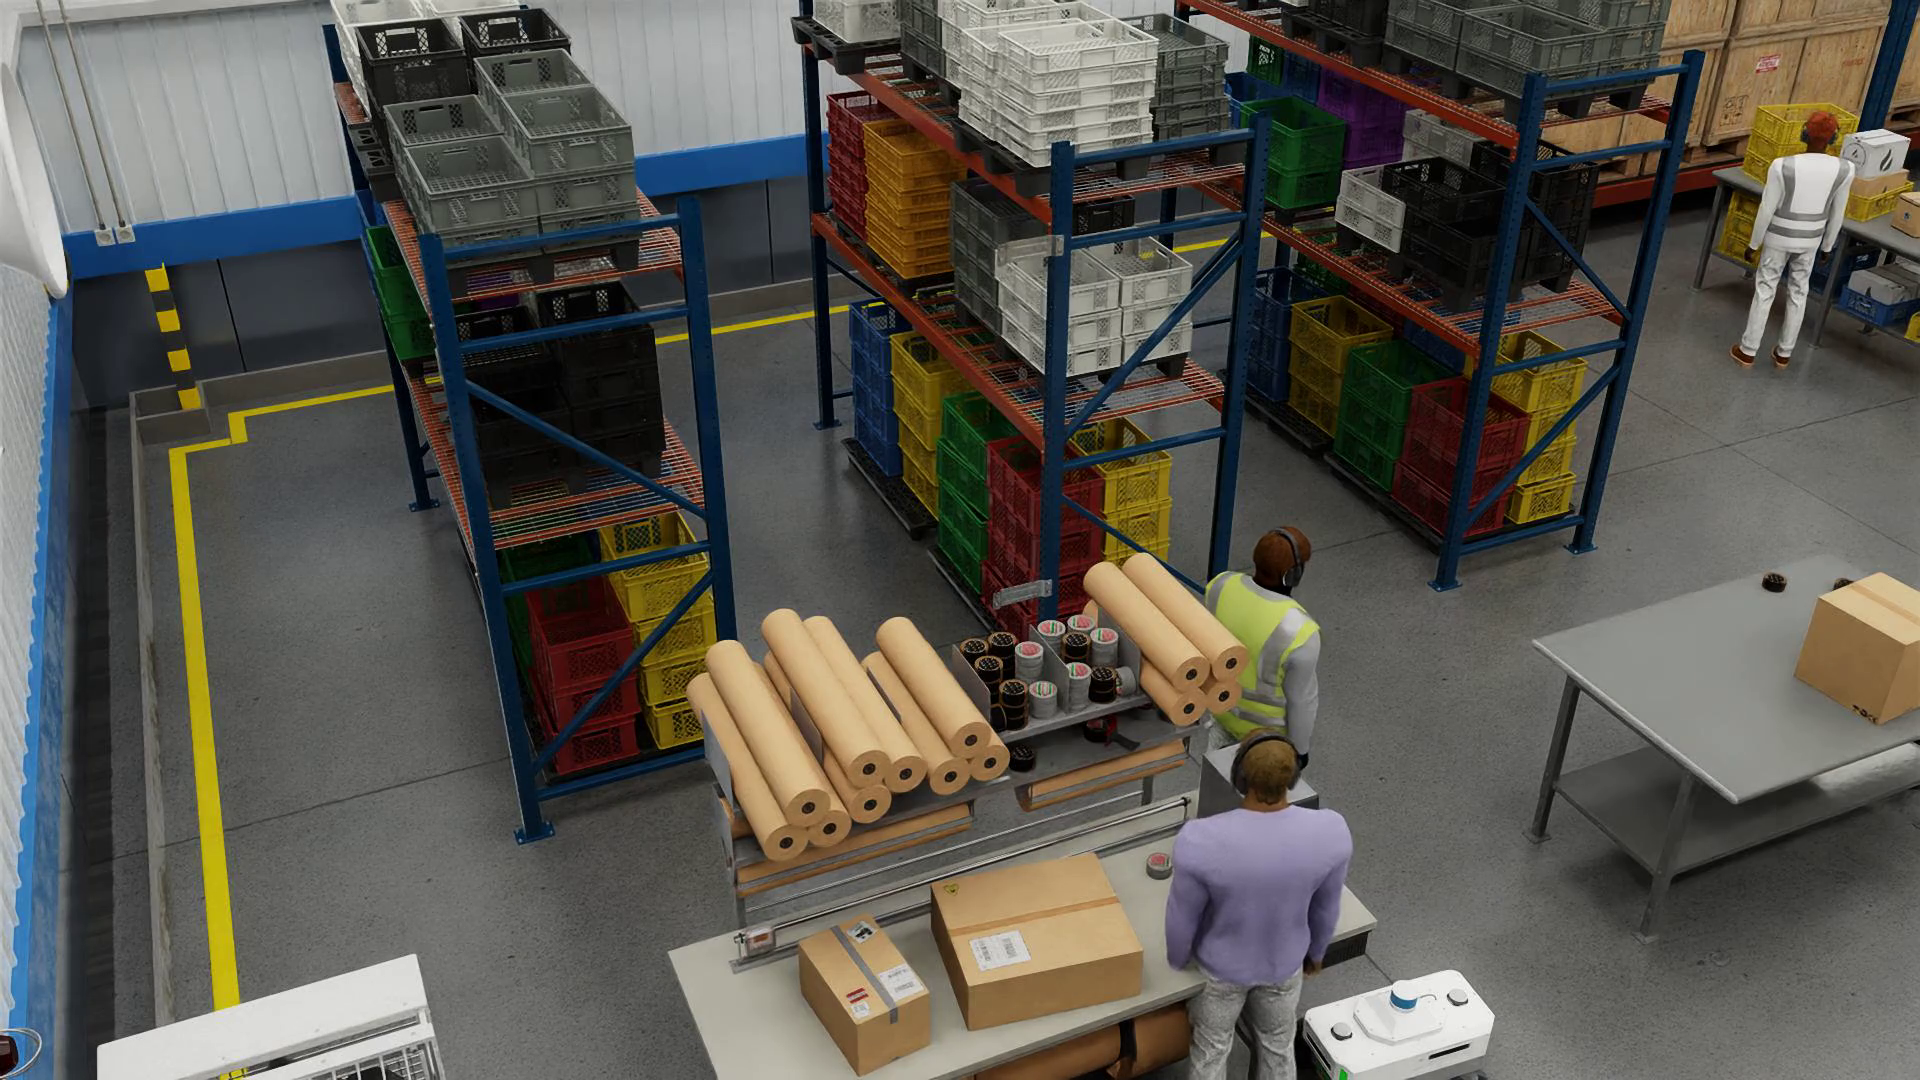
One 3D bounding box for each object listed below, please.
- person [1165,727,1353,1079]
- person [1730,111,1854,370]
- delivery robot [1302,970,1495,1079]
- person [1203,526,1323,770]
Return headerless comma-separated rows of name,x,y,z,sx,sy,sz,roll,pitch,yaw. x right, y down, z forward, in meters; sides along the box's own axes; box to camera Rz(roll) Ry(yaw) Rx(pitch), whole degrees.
person,1.034,1.487,5.964,0.625,1.930,0.376,-4,32,-6
person,5.927,-2.118,11.856,0.584,1.882,0.337,4,32,6
delivery robot,1.702,1.920,6.472,0.707,0.478,0.477,-10,33,-16
person,1.301,0.756,7.241,0.430,1.836,0.629,-21,37,-30
